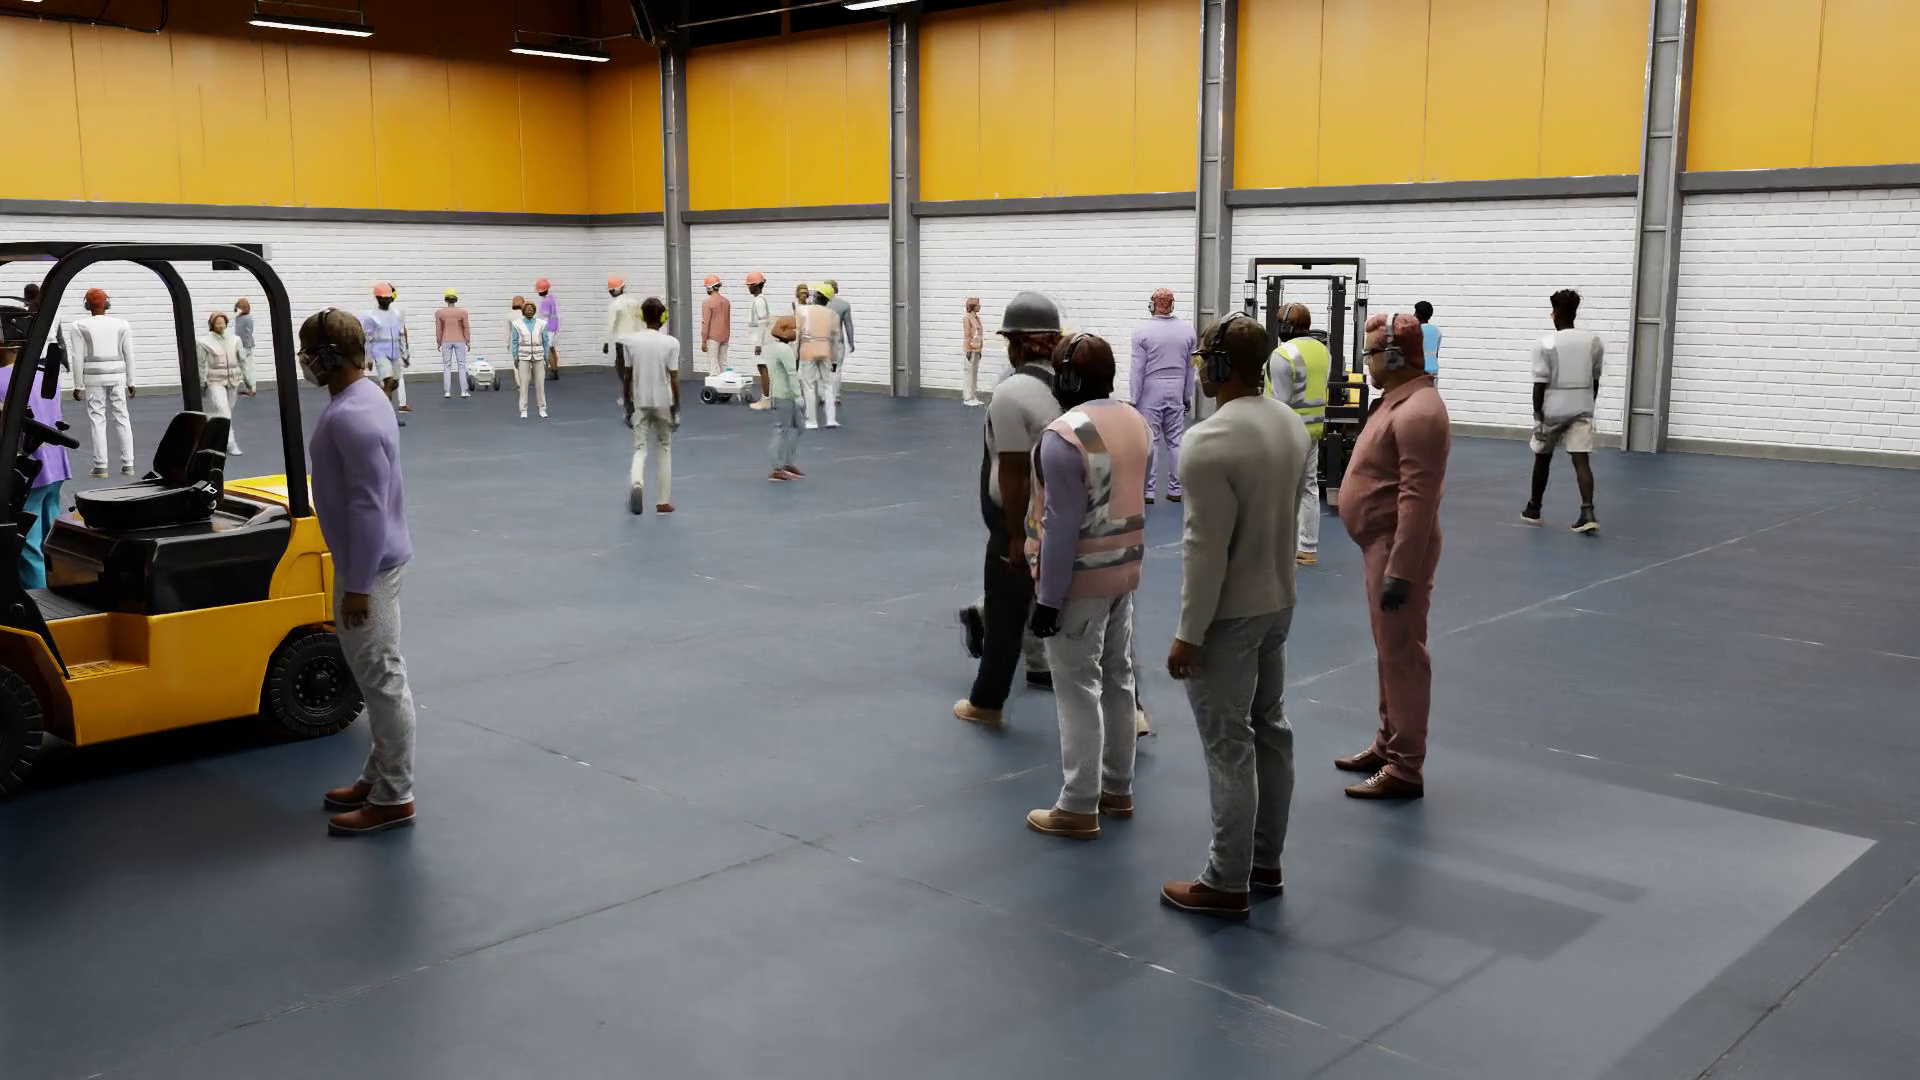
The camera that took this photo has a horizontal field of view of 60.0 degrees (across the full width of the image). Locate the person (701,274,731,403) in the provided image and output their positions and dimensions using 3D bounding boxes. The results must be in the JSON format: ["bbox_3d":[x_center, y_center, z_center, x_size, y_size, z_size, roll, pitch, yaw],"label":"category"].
[{"bbox_3d":[-3.800,-3.119,25.808,0.407,1.987,0.614,6,11,31],"label":"person"}]

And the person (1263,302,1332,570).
[{"bbox_3d":[2.293,-0.715,11.503,0.429,1.842,0.632,9,13,43],"label":"person"}]

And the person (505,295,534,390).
[{"bbox_3d":[-7.537,-3.387,28.546,0.521,1.612,0.507,0,9,-1],"label":"person"}]

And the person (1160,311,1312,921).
[{"bbox_3d":[0.877,0.244,5.328,0.373,1.941,0.627,8,12,39],"label":"person"}]

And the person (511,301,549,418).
[{"bbox_3d":[-5.971,-2.510,23.156,0.506,1.631,0.311,-4,10,-22],"label":"person"}]

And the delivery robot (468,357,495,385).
[{"bbox_3d":[-8.190,-2.883,28.445,0.477,0.478,0.707,-4,10,-25],"label":"delivery robot"}]

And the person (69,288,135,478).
[{"bbox_3d":[-8.523,-1.562,16.568,0.584,1.881,0.339,-9,13,-44],"label":"person"}]

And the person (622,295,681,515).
[{"bbox_3d":[-2.585,-1.102,13.845,0.524,1.854,0.655,1,9,4],"label":"person"}]

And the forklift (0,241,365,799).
[{"bbox_3d":[-3.706,-0.171,7.093,1.214,2.155,2.313,9,13,43],"label":"forklift"}]

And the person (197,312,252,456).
[{"bbox_3d":[-8.295,-1.759,18.673,0.854,1.598,0.513,7,12,38],"label":"person"}]

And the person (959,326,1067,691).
[{"bbox_3d":[0.290,-0.162,8.215,0.643,1.804,0.613,4,10,23],"label":"person"}]

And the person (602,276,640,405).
[{"bbox_3d":[-5.143,-3.010,25.210,0.598,1.965,0.618,3,10,17],"label":"person"}]

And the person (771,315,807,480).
[{"bbox_3d":[-1.646,-1.381,16.267,0.481,1.620,0.507,-2,9,-10],"label":"person"}]

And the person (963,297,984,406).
[{"bbox_3d":[0.193,-2.858,25.245,0.306,1.645,0.523,3,10,19],"label":"person"}]

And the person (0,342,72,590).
[{"bbox_3d":[-4.927,-0.276,8.810,0.377,1.841,0.567,1,9,4],"label":"person"}]

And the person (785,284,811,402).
[{"bbox_3d":[-2.448,-3.032,25.704,0.515,1.843,0.327,-4,10,-25],"label":"person"}]

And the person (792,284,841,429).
[{"bbox_3d":[-1.831,-2.348,21.430,0.658,1.878,0.402,-4,10,-24],"label":"person"}]

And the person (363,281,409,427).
[{"bbox_3d":[-7.650,-2.460,21.998,0.792,1.914,0.555,6,11,34],"label":"person"}]

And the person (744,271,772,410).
[{"bbox_3d":[-2.962,-2.919,24.413,0.394,2.040,0.610,-1,9,-4],"label":"person"}]

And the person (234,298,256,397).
[{"bbox_3d":[-11.585,-3.108,26.898,0.607,1.608,0.304,8,12,41],"label":"person"}]

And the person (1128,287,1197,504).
[{"bbox_3d":[1.762,-1.269,14.703,0.651,1.907,0.409,-4,10,-23],"label":"person"}]

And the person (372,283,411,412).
[{"bbox_3d":[-8.226,-2.768,24.022,0.532,1.864,0.312,-1,9,-5],"label":"person"}]

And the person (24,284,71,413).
[{"bbox_3d":[-11.506,-2.248,20.813,0.646,1.880,0.671,5,10,27],"label":"person"}]

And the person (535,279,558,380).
[{"bbox_3d":[-7.691,-3.924,31.071,0.350,1.895,0.714,-1,9,-6],"label":"person"}]

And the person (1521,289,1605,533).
[{"bbox_3d":[4.809,-1.032,13.215,0.601,1.924,0.997,0,9,-1],"label":"person"}]

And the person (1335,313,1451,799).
[{"bbox_3d":[1.691,0.064,6.551,0.405,1.903,0.636,2,9,9],"label":"person"}]

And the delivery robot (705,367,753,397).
[{"bbox_3d":[-3.545,-2.405,25.513,0.707,0.478,0.477,4,10,23],"label":"delivery robot"}]

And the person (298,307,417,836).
[{"bbox_3d":[-2.210,0.115,6.134,0.376,1.934,0.629,-3,10,-19],"label":"person"}]

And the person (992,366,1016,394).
[{"bbox_3d":[0.420,-0.352,9.317,0.404,1.827,0.601,-5,11,-30],"label":"person"}]

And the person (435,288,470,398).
[{"bbox_3d":[-8.154,-3.166,26.769,0.533,1.766,0.316,-2,9,-10],"label":"person"}]

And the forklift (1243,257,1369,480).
[{"bbox_3d":[3.309,-1.629,16.029,1.214,2.155,2.313,2,9,11],"label":"forklift"}]

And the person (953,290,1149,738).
[{"bbox_3d":[0.421,-0.123,7.266,0.691,2.000,1.020,-9,13,-42],"label":"person"}]

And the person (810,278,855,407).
[{"bbox_3d":[-1.922,-2.949,24.931,0.653,1.930,0.436,2,9,9],"label":"person"}]

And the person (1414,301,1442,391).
[{"bbox_3d":[5.541,-2.011,19.916,0.536,1.692,0.319,-6,11,-35],"label":"person"}]

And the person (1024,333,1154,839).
[{"bbox_3d":[0.451,0.165,6.108,0.429,1.841,0.634,6,11,34],"label":"person"}]
